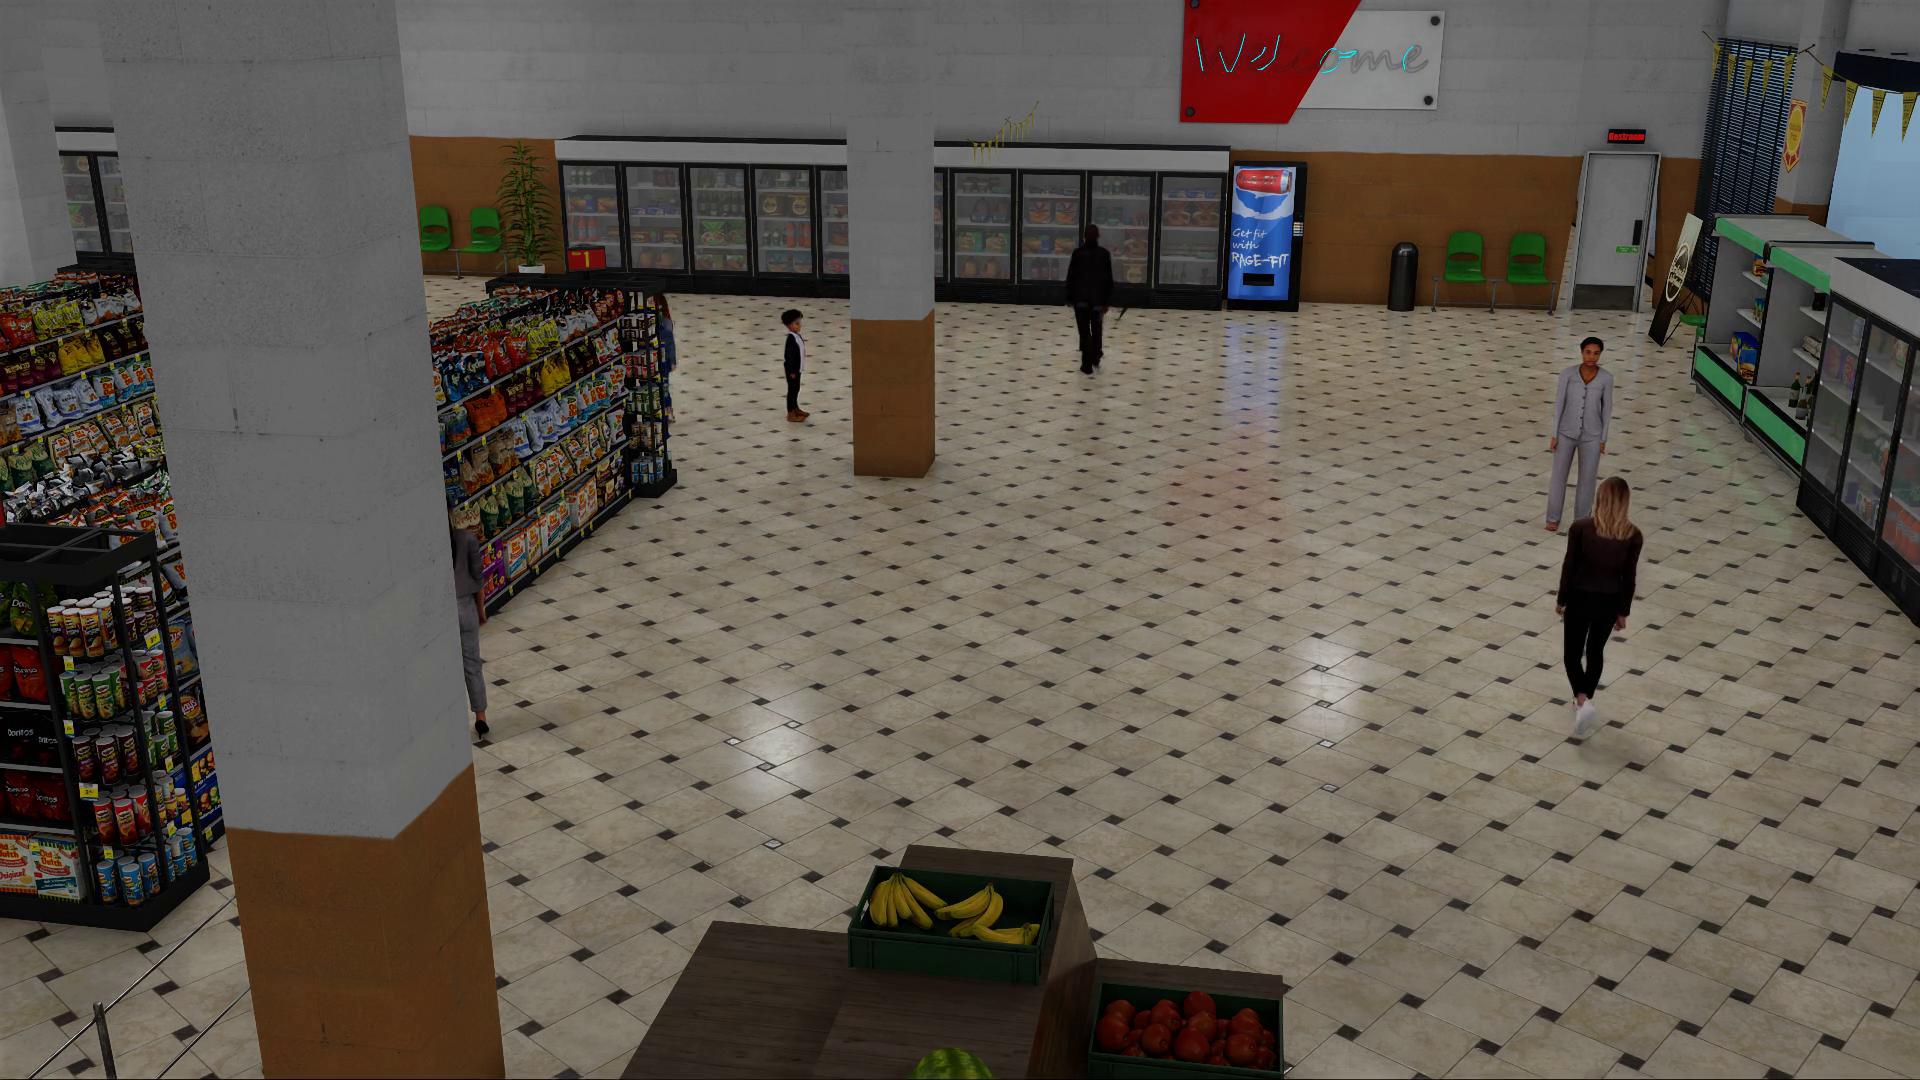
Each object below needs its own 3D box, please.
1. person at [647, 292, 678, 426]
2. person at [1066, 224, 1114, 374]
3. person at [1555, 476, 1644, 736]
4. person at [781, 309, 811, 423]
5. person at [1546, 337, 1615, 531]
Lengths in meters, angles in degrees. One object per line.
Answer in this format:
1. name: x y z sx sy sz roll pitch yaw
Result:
1. person: -3.183 -1.960 18.015 0.676 1.466 0.693 15 23 37
2. person: 1.590 -2.936 20.377 0.826 1.806 1.031 -1 19 -2
3. person: 4.020 0.450 10.534 0.599 1.678 0.962 4 19 10
4. person: -1.833 -1.931 18.302 0.558 1.227 0.427 4 19 11
5. person: 5.415 -0.933 14.546 0.665 1.735 0.616 7 20 20
